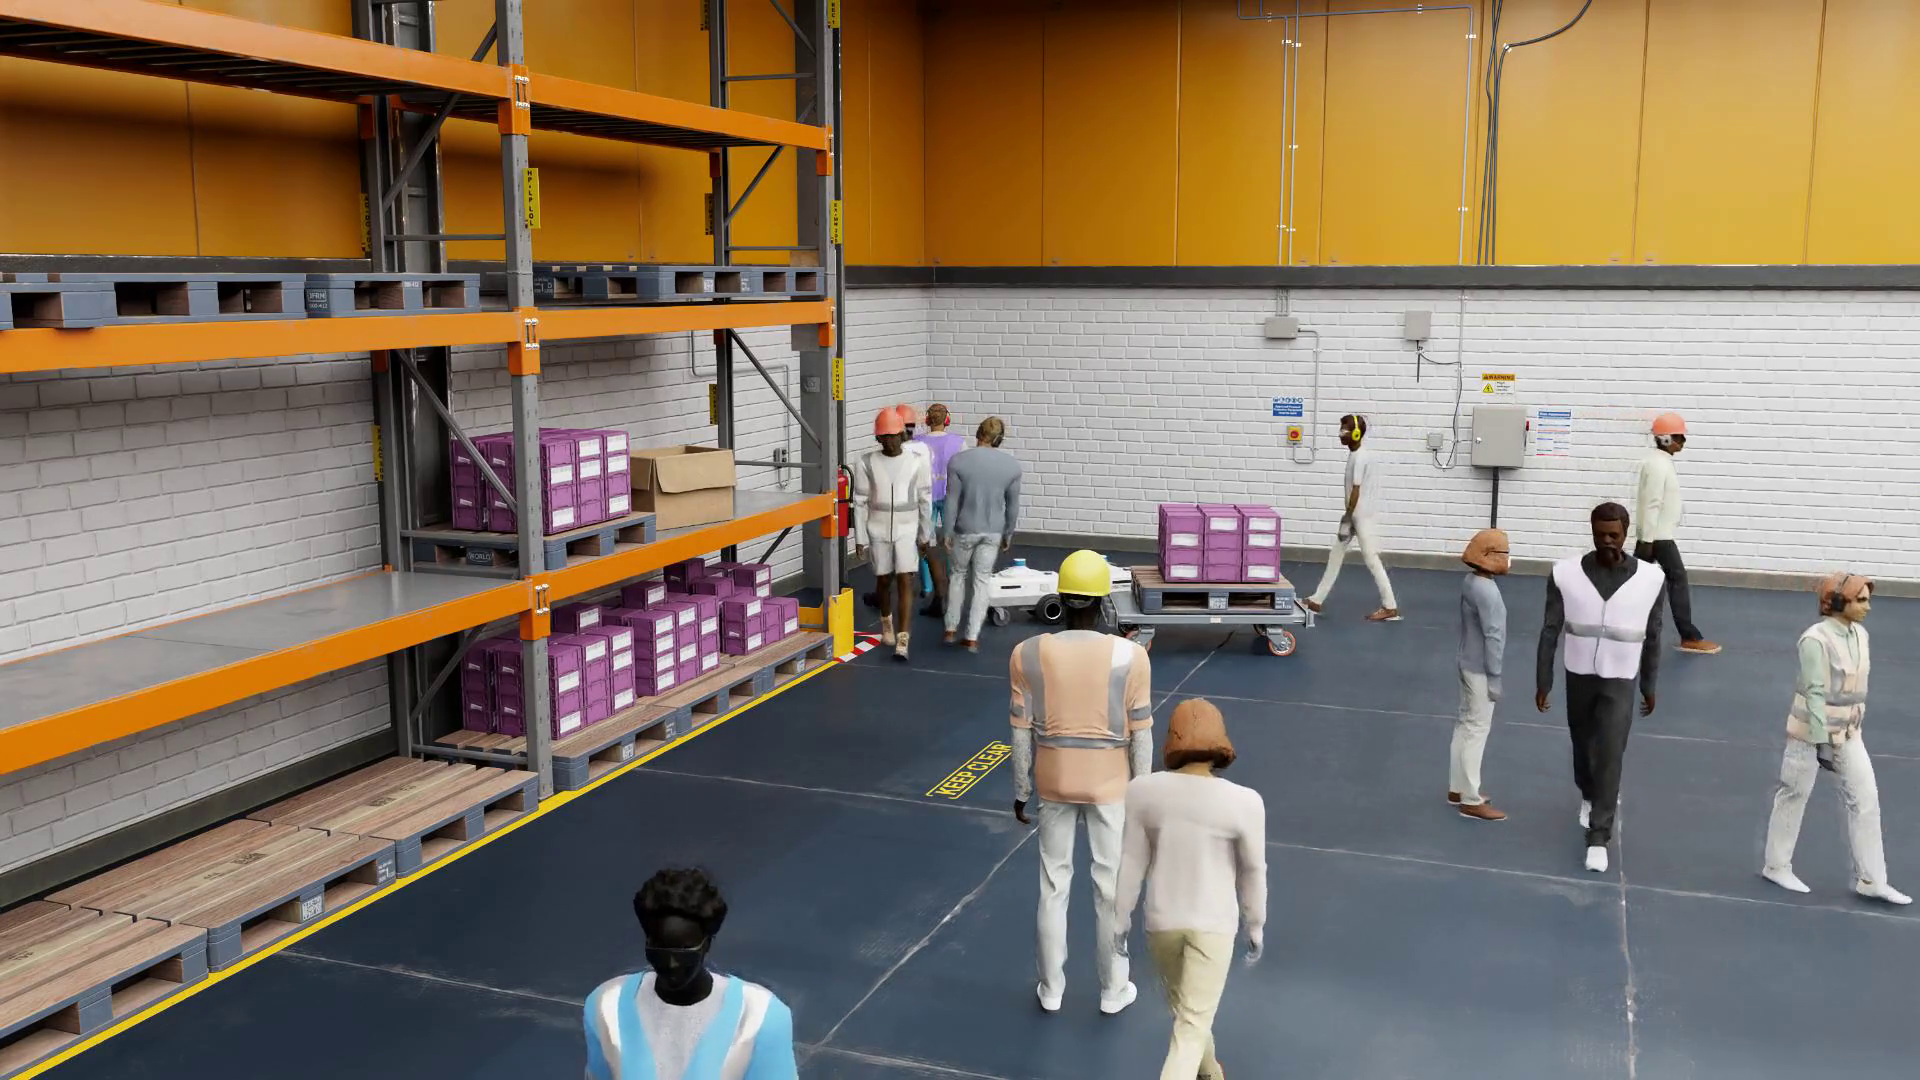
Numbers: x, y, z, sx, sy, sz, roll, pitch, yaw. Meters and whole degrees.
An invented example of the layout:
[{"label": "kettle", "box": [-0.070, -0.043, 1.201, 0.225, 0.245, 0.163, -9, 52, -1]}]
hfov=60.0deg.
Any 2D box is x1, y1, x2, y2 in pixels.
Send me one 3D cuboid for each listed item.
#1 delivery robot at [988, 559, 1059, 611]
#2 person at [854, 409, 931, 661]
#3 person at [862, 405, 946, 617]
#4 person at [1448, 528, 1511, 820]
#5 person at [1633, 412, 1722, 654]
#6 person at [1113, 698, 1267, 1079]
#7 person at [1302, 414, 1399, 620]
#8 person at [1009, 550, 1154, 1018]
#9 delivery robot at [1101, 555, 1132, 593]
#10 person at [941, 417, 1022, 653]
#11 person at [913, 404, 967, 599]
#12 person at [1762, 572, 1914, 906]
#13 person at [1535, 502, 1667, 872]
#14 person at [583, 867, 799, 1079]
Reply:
[{"label": "delivery robot", "box": [0.518, 0.407, 14.520, 0.707, 0.478, 0.477, -2, 9, -13]}, {"label": "person", "box": [-0.538, -0.062, 13.312, 0.615, 1.998, 1.039, 0, 9, -1]}, {"label": "person", "box": [-0.455, -0.260, 14.870, 0.538, 1.882, 0.978, -8, 12, -42]}, {"label": "person", "box": [2.926, 0.741, 9.338, 0.264, 1.631, 0.506, 0, 9, 3]}, {"label": "person", "box": [5.608, -0.074, 13.503, 1.075, 1.949, 0.630, 4, 10, 22]}, {"label": "person", "box": [0.784, 1.335, 5.759, 0.518, 1.582, 0.852, 5, 10, 29]}, {"label": "person", "box": [3.436, -0.190, 14.638, 0.985, 1.818, 0.540, 1, 9, 8]}, {"label": "person", "box": [0.496, 0.996, 6.811, 0.585, 1.929, 0.370, 2, 9, 11]}, {"label": "delivery robot", "box": [1.245, 0.379, 14.695, 0.707, 0.478, 0.477, -3, 10, -21]}, {"label": "person", "box": [0.155, -0.055, 13.537, 0.673, 1.887, 0.724, -2, 9, -11]}, {"label": "person", "box": [-0.205, -0.355, 15.579, 0.563, 1.838, 0.390, 1, 9, 4]}, {"label": "person", "box": [4.252, 0.969, 7.990, 0.520, 1.611, 0.752, -5, 10, -29]}, {"label": "person", "box": [3.387, 0.709, 8.826, 0.605, 1.874, 1.007, 4, 10, 24]}, {"label": "person", "box": [-0.631, 1.559, 4.096, 0.542, 1.677, 0.726, 1, 9, 7]}]
